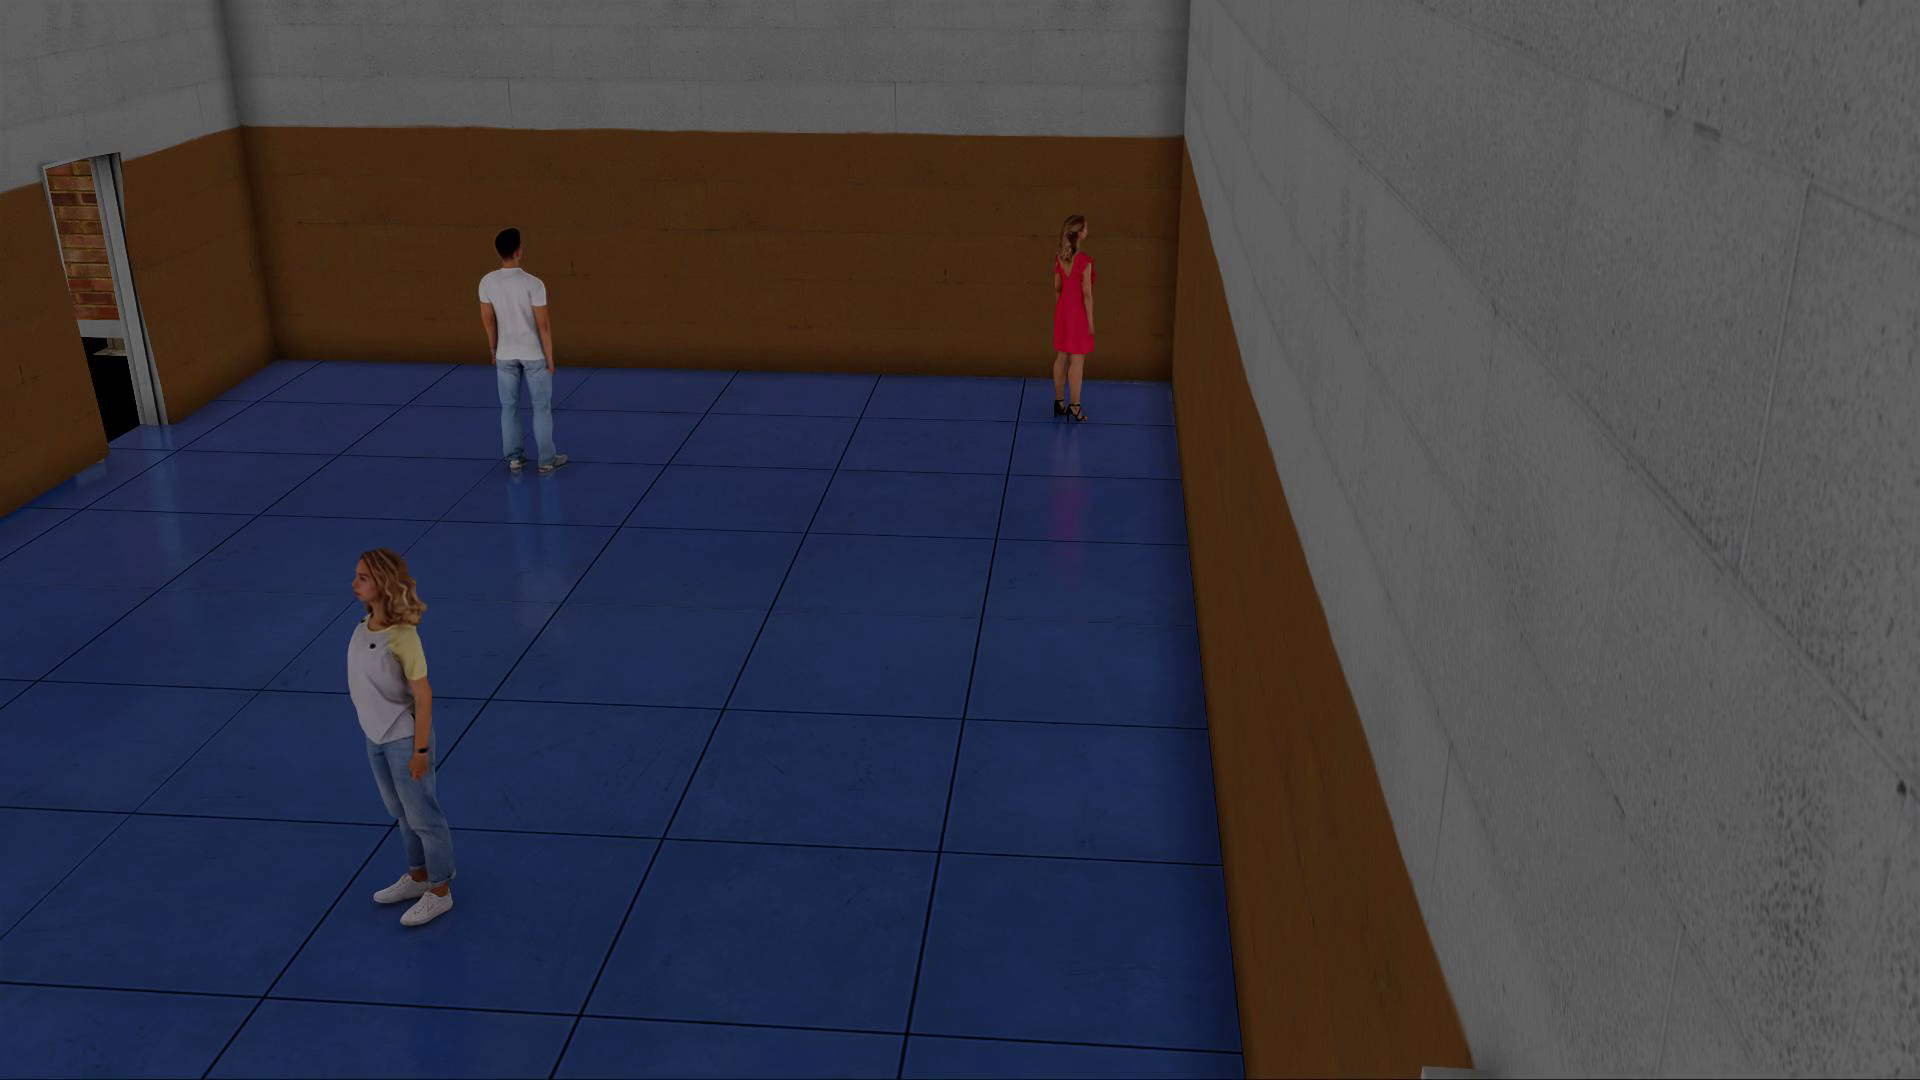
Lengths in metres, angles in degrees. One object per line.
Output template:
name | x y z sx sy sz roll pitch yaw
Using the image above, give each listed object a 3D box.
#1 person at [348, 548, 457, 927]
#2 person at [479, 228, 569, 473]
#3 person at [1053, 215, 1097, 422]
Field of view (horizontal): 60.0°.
person | -2.391 0.836 7.129 0.771 1.723 0.694 -20 29 -41
person | -3.323 -1.426 12.588 0.502 1.866 0.741 3 22 8
person | 0.931 -1.849 13.824 0.718 1.728 0.666 -15 27 -34
